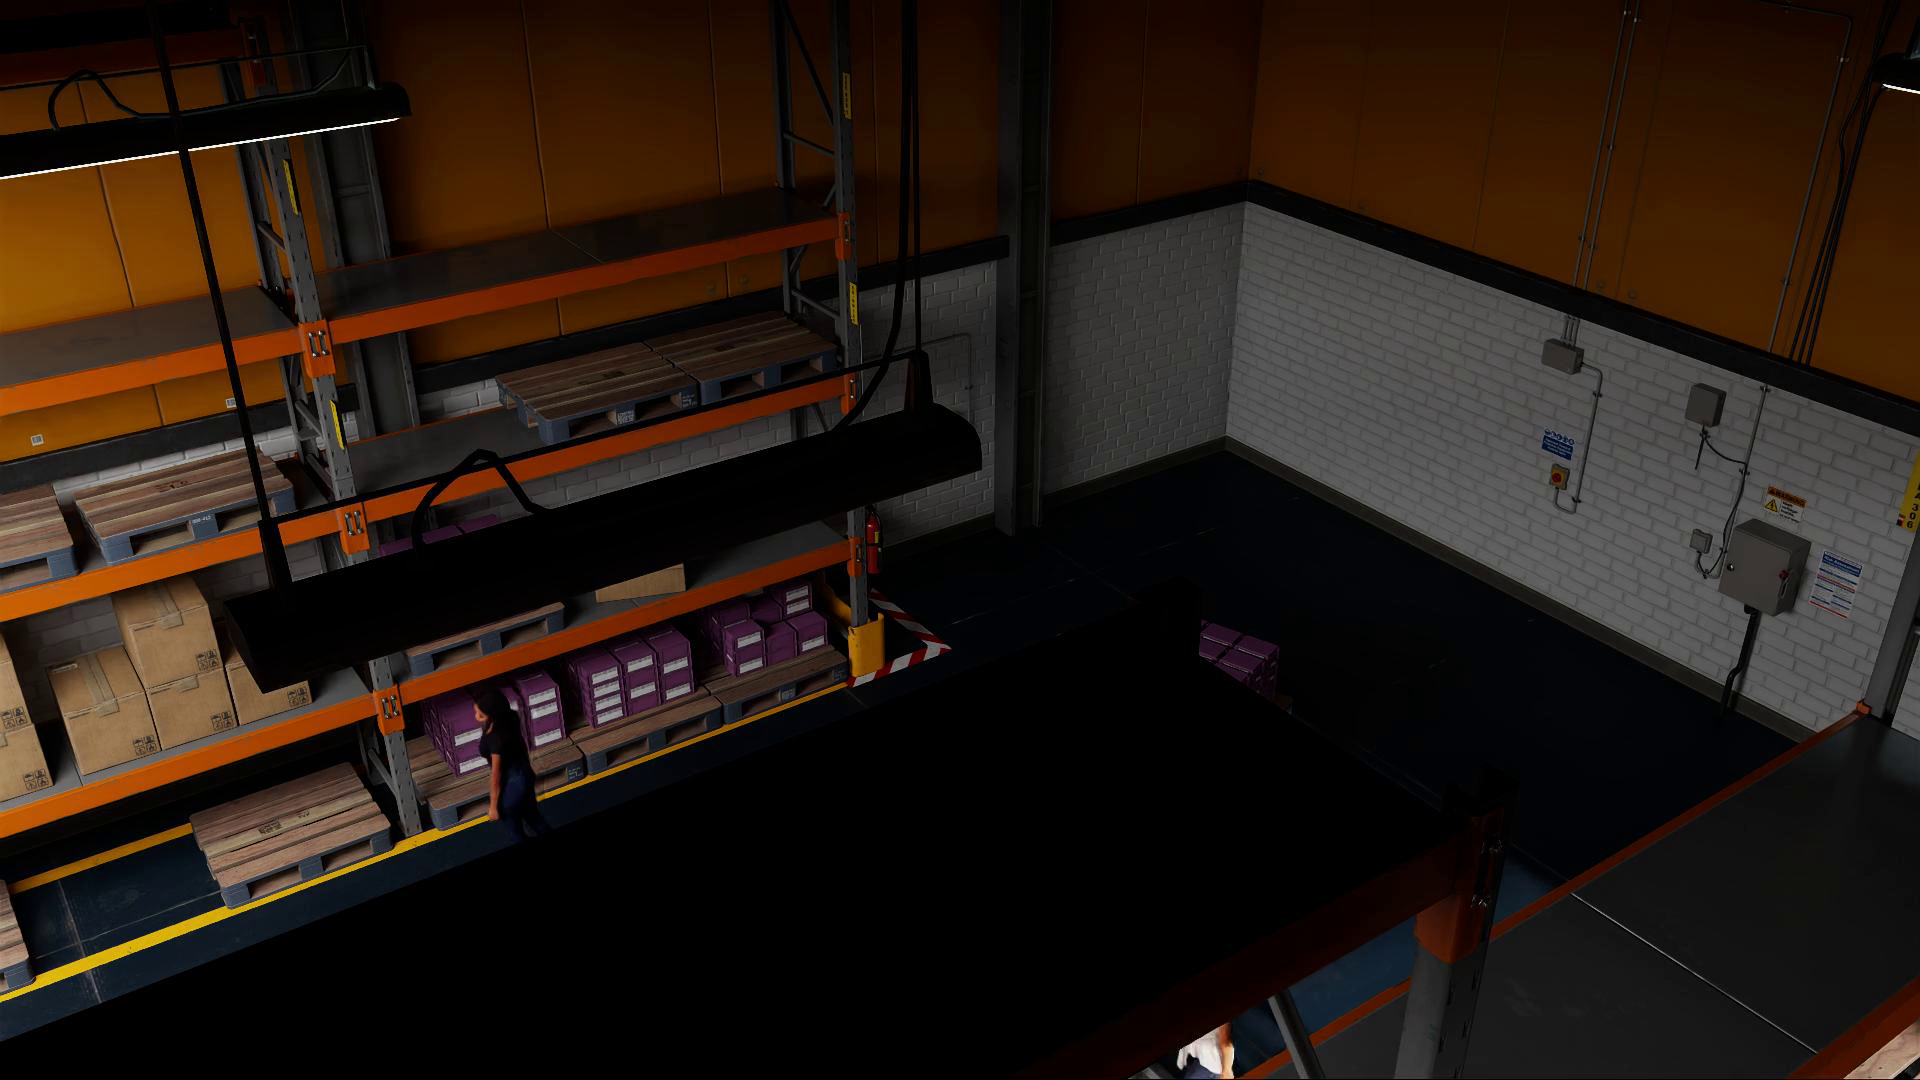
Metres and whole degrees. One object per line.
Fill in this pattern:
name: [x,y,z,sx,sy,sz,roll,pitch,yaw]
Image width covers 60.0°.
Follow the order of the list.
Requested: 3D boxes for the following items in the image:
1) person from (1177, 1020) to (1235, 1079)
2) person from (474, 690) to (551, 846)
person: [1.490,2.884,9.502,0.815,1.765,0.696,-7,29,-13]
person: [-3.094,1.726,11.681,0.877,1.711,0.835,8,30,14]
